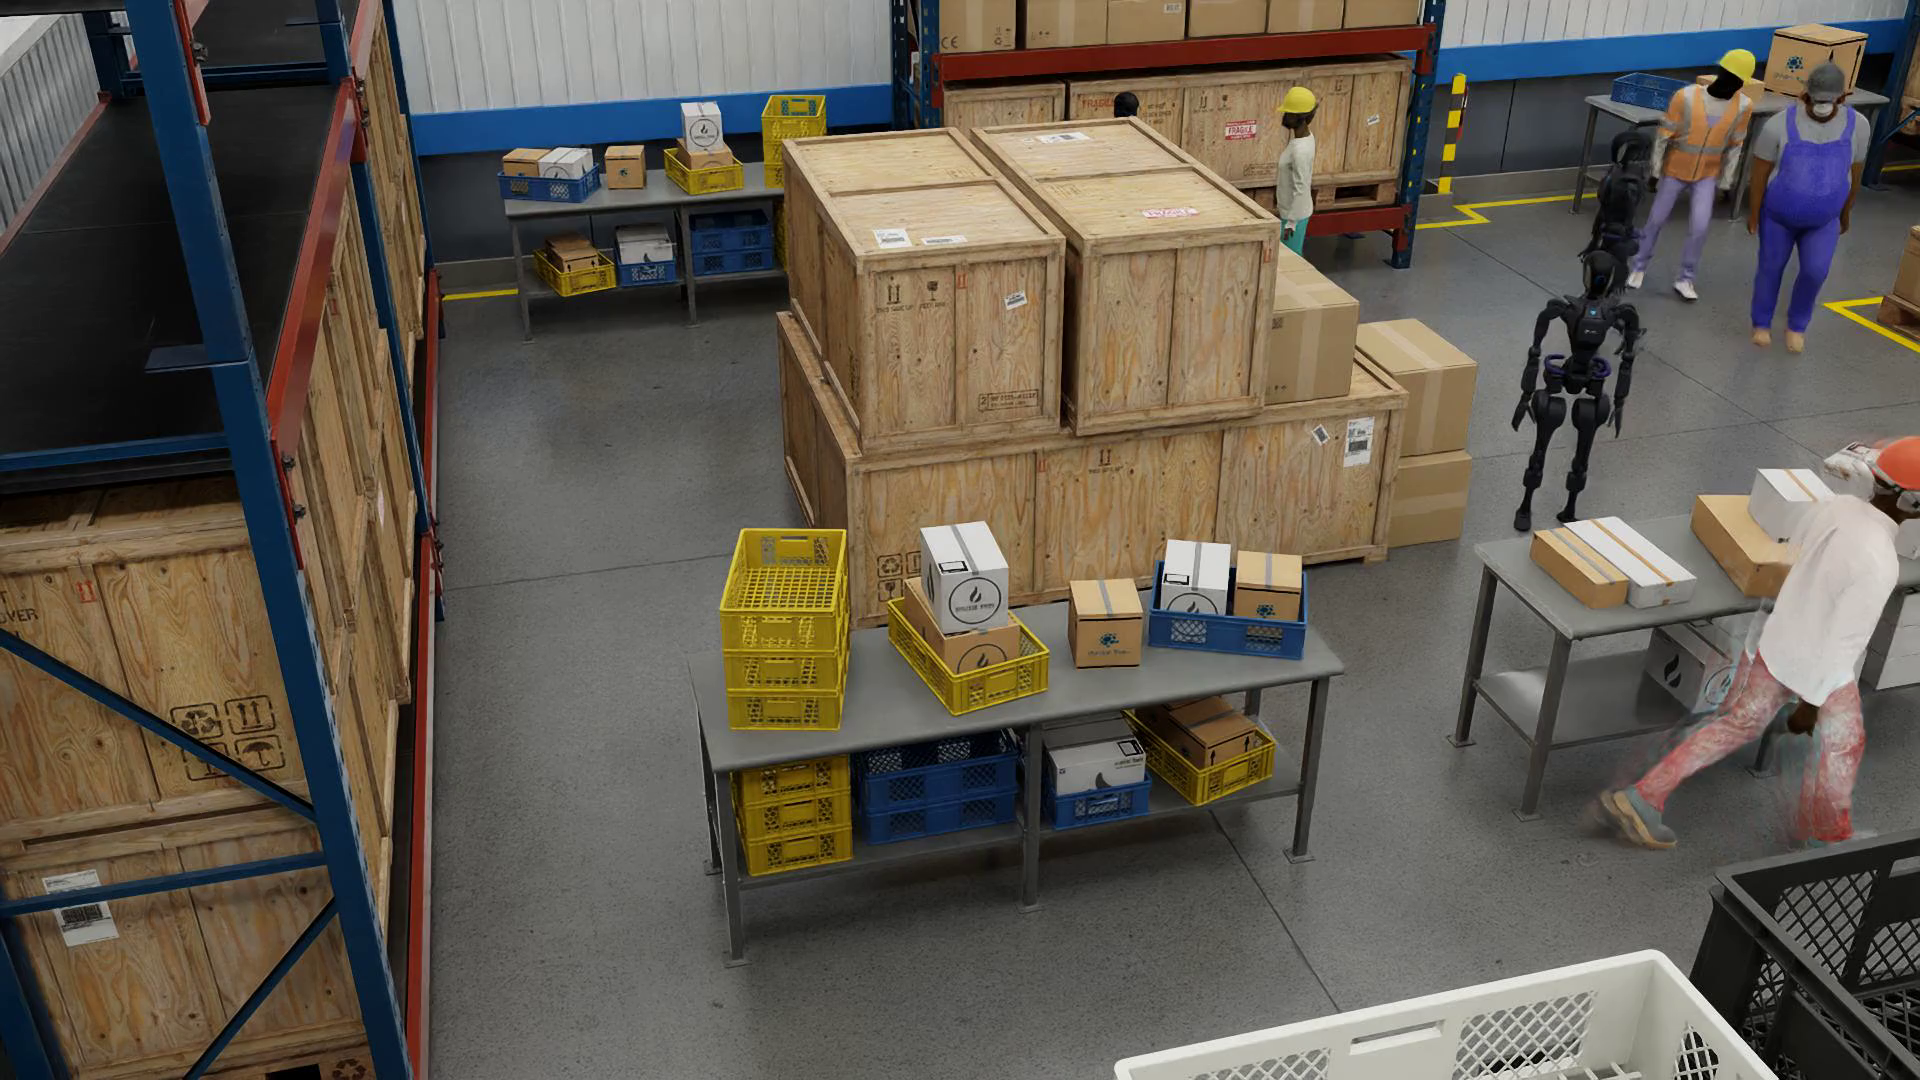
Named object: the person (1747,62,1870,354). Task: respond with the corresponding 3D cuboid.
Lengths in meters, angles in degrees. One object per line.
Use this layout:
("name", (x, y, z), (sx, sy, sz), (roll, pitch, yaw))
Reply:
("person", (5.753, -2.266, 11.396), (0.699, 2.000, 0.614), (9, 30, 16))

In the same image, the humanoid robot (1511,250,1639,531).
("humanoid robot", (3.335, -0.791, 9.084), (0.570, 1.650, 0.349), (5, 29, 9))

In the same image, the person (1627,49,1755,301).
("person", (5.460, -2.727, 12.398), (0.625, 1.877, 0.639), (6, 29, 10))

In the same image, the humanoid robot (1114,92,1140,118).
("humanoid robot", (1.172, -2.384, 11.968), (0.598, 1.657, 0.324), (-19, 34, -31))

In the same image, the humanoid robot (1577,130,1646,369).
("humanoid robot", (4.431, -1.934, 11.166), (0.447, 1.651, 0.589), (3, 29, 6))

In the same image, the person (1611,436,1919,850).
("person", (3.286, 0.460, 6.588), (1.062, 1.912, 0.585), (-1, 29, -2))

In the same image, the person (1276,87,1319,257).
("person", (2.326, -2.306, 11.750), (0.318, 1.765, 0.534), (5, 29, 9))
